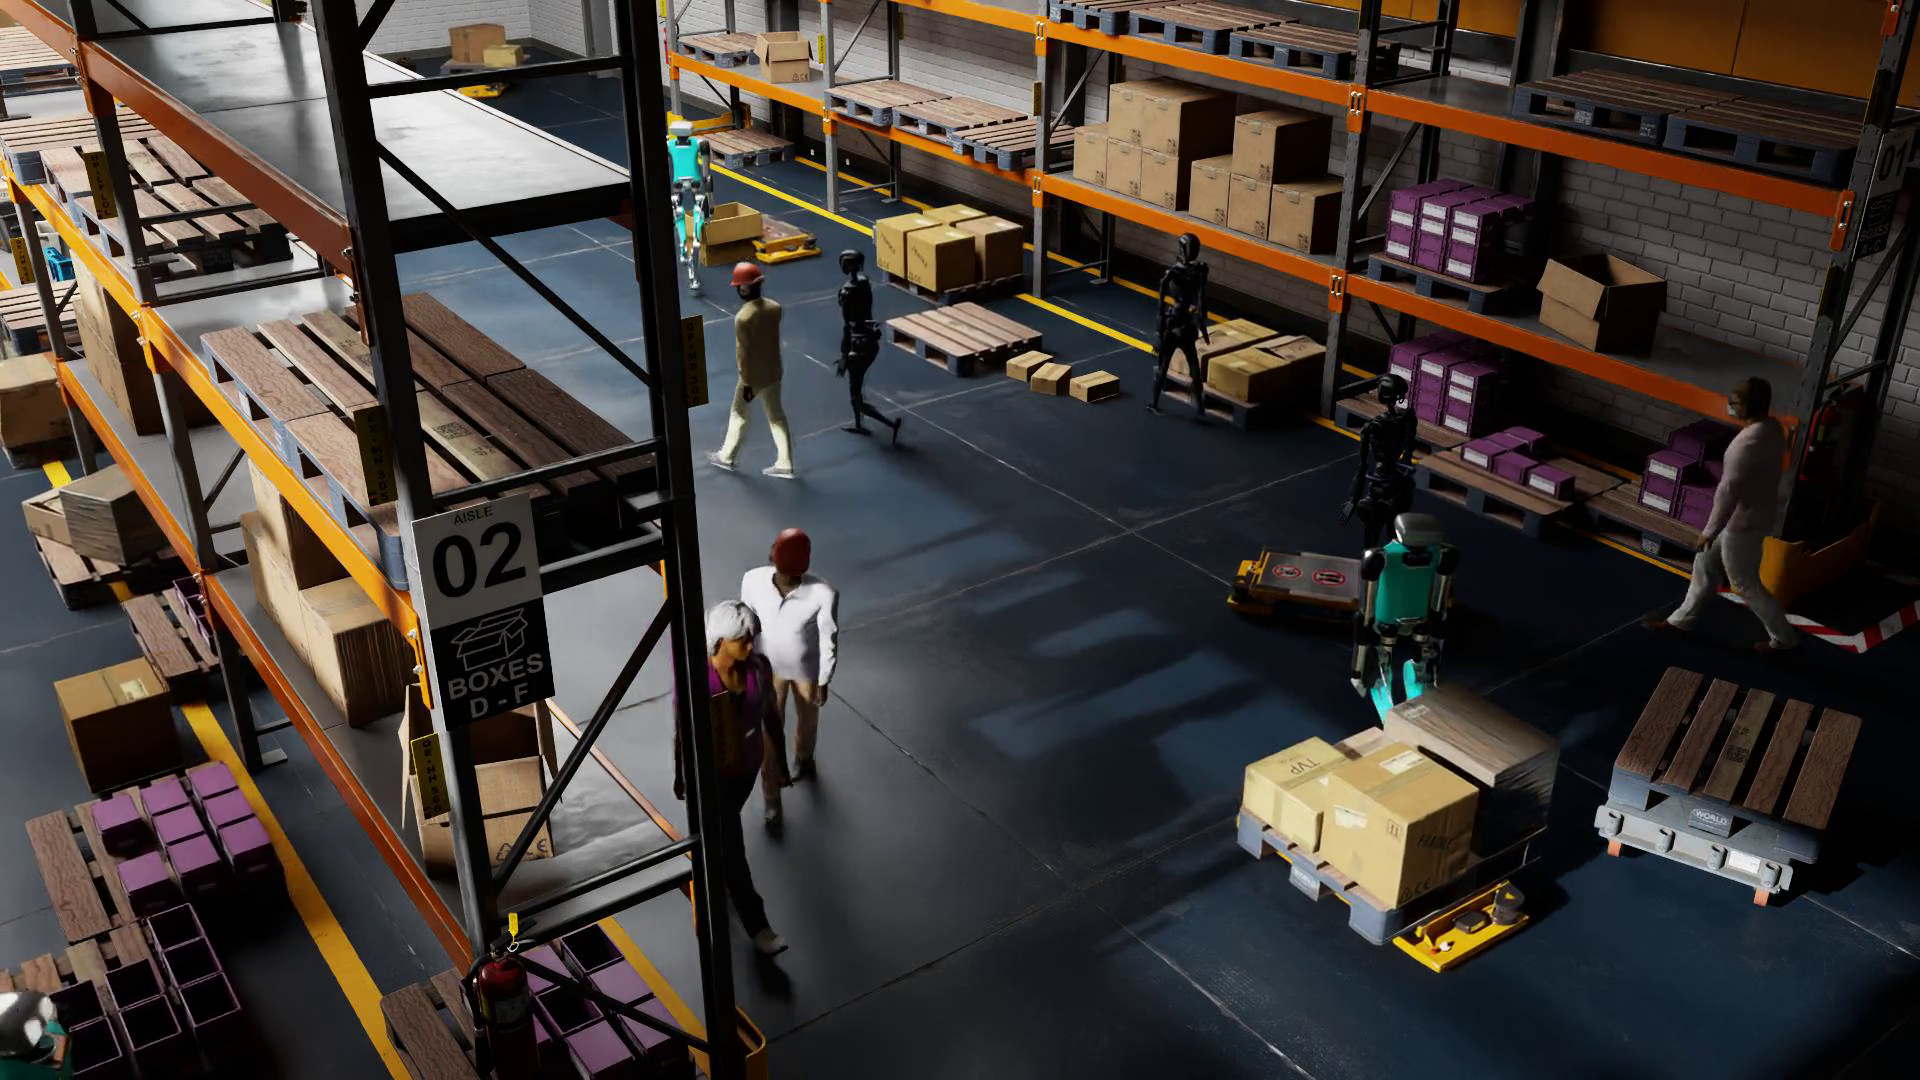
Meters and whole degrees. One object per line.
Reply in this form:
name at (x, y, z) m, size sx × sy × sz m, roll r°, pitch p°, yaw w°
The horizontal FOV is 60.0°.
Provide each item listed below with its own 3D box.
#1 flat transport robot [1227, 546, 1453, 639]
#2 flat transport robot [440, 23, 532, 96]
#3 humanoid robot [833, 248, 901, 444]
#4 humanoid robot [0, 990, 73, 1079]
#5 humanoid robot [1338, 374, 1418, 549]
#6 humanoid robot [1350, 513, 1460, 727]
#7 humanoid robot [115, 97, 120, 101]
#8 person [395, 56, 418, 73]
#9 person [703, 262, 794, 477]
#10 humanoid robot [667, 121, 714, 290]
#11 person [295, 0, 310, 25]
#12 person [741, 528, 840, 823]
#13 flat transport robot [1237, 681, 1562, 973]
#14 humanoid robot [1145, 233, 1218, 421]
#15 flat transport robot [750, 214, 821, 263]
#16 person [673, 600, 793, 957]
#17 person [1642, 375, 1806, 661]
flat transport robot at (2.578, 0.360, 11.272) m, size 1.431 × 0.231 × 0.659 m, roll 8°, pitch 28°, yaw 16°
flat transport robot at (-7.534, -7.310, 26.528) m, size 0.659 × 0.231 × 1.431 m, roll 0°, pitch 27°, yaw 0°
humanoid robot at (-0.748, -1.593, 13.602) m, size 0.598 × 1.629 × 0.613 m, roll 9°, pitch 28°, yaw 17°
humanoid robot at (-3.329, 2.310, 5.745) m, size 0.961 × 1.737 × 0.537 m, roll -5°, pitch 27°, yaw -10°
humanoid robot at (2.794, -0.309, 11.018) m, size 0.599 × 1.657 × 0.315 m, roll -18°, pitch 32°, yaw -32°
humanoid robot at (2.391, 0.782, 8.823) m, size 0.538 × 1.824 × 0.672 m, roll -5°, pitch 27°, yaw -10°
humanoid robot at (-12.738, -7.047, 24.401) m, size 1.039 × 1.740 × 0.562 m, roll -18°, pitch 32°, yaw -32°
person at (-6.320, -4.588, 19.235) m, size 0.375 × 1.958 × 0.603 m, roll 4°, pitch 27°, yaw 7°
person at (-1.661, -1.333, 13.029) m, size 0.851 × 1.704 × 0.570 m, roll 14°, pitch 30°, yaw 25°
humanoid robot at (-2.796, -3.356, 17.051) m, size 0.540 × 1.738 × 1.028 m, roll -2°, pitch 27°, yaw -3°
person at (-9.491, -7.009, 24.098) m, size 0.441 × 1.914 × 0.583 m, roll -3°, pitch 27°, yaw -7°
person at (-0.934, 0.685, 9.020) m, size 0.581 × 1.702 × 0.816 m, roll 3°, pitch 27°, yaw 6°
flat transport robot at (2.173, 1.676, 8.653) m, size 0.659 × 0.231 × 1.431 m, roll -17°, pitch 31°, yaw -30°
humanoid robot at (1.877, -1.768, 13.953) m, size 0.596 × 1.633 × 0.690 m, roll -19°, pitch 32°, yaw -32°
flat transport robot at (-2.231, -3.425, 18.801) m, size 0.659 × 0.231 × 1.431 m, roll -18°, pitch 32°, yaw -32°
person at (-1.087, 1.104, 8.082) m, size 0.537 × 1.789 × 0.990 m, roll -19°, pitch 32°, yaw -33°
person at (4.962, -0.101, 10.403) m, size 0.920 × 1.896 × 0.632 m, roll 16°, pitch 31°, yaw 28°
